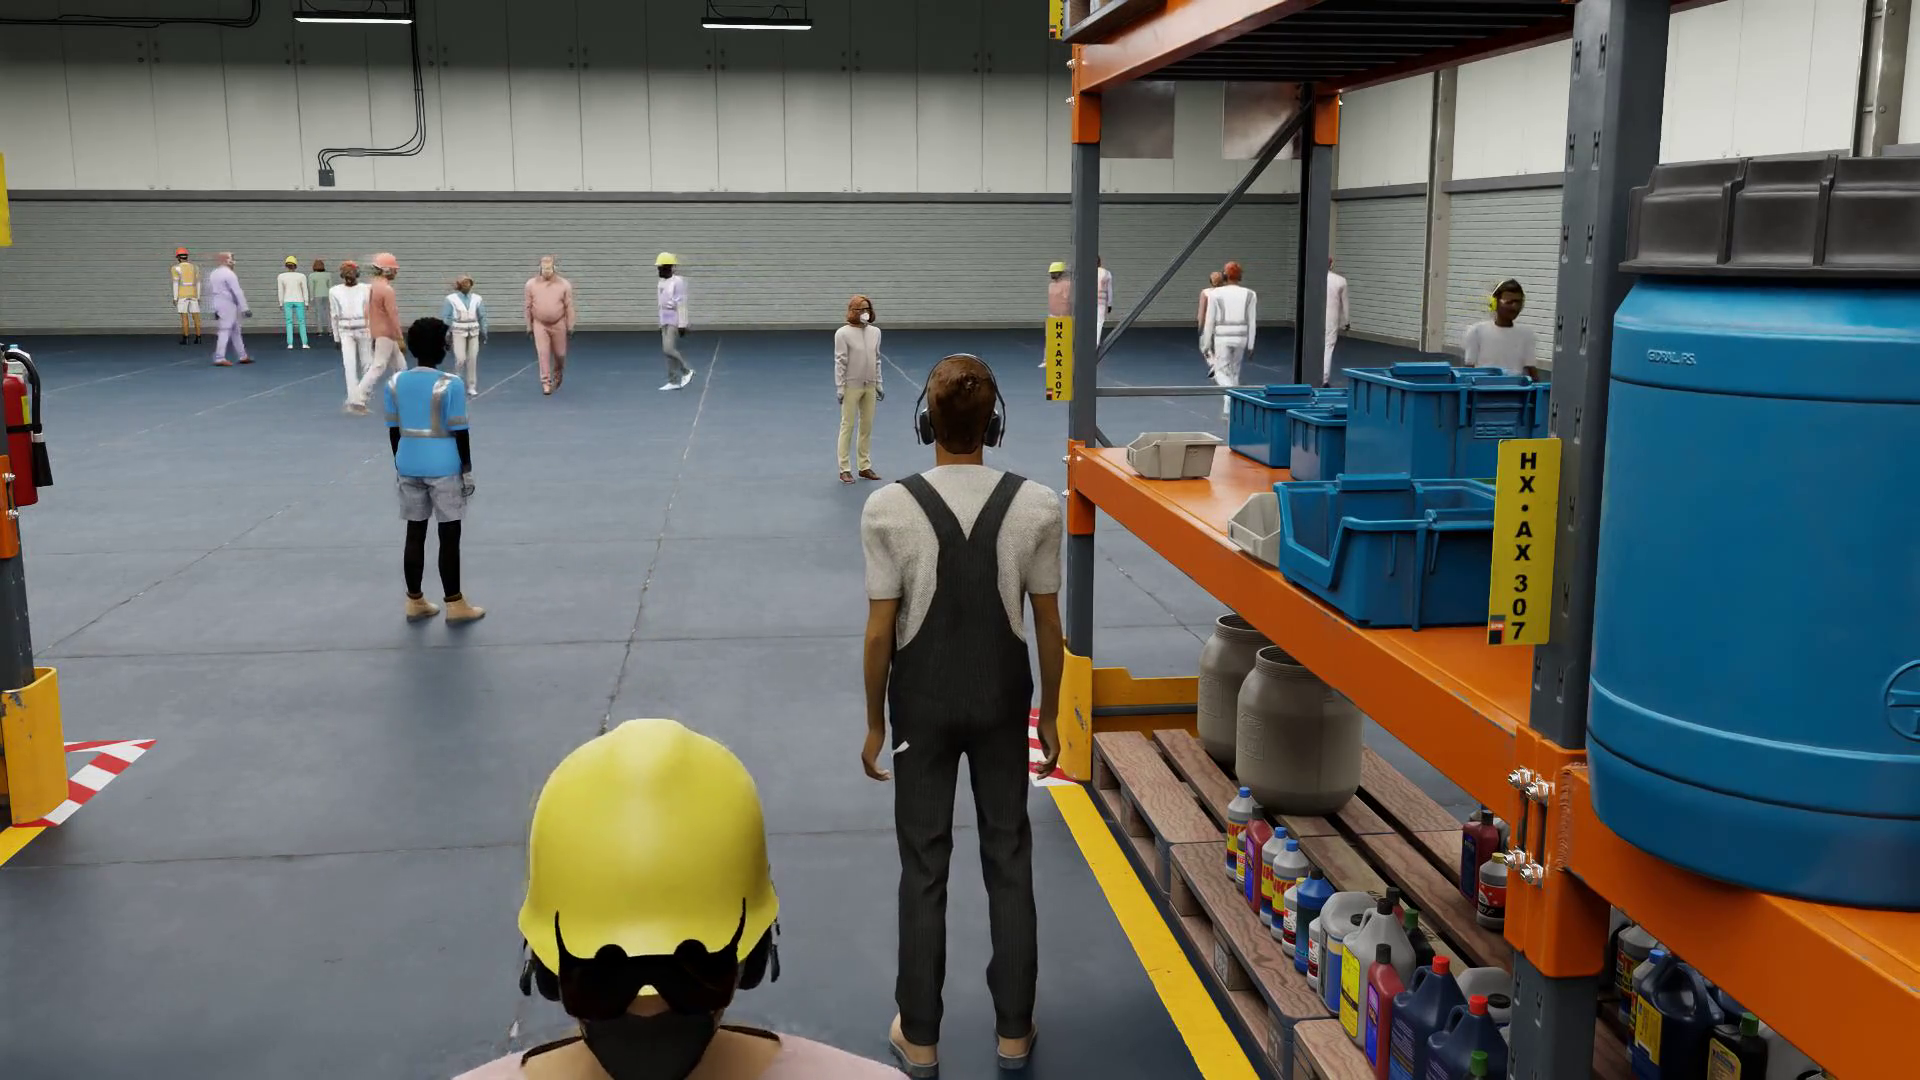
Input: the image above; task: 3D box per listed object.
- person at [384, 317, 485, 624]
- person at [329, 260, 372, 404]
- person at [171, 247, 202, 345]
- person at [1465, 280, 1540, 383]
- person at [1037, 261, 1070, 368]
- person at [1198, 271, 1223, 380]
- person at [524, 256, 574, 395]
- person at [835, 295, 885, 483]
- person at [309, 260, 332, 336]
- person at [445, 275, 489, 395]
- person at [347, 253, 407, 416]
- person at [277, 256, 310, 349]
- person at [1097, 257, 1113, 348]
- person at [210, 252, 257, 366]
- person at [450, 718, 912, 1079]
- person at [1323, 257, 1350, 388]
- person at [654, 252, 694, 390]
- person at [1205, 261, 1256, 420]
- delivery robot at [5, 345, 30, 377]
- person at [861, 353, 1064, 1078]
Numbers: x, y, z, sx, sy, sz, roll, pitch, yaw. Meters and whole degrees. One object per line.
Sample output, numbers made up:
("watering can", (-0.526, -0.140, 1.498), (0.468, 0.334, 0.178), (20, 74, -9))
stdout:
("person", (-2.914, -0.380, 9.199), (0.540, 1.695, 0.317), (4, 11, 22))
("person", (-7.569, -2.582, 20.864), (0.586, 1.856, 0.879), (-3, 11, -15))
("person", (-15.354, -4.837, 32.997), (0.372, 1.928, 0.543), (9, 14, 40))
("person", (3.755, -0.862, 11.470), (0.568, 1.829, 0.890), (0, 10, -2))
("person", (1.651, -3.692, 27.254), (0.803, 1.736, 0.523), (-9, 14, -41))
("person", (3.781, -3.167, 24.671), (0.532, 1.622, 0.402), (-3, 11, -14))
("person", (-5.626, -2.950, 22.797), (0.654, 1.882, 0.785), (-3, 11, -15))
("person", (-0.874, -1.317, 14.510), (0.507, 1.632, 0.267), (-9, 14, -42))
("person", (-13.811, -5.230, 35.960), (0.500, 1.633, 0.281), (-9, 14, -41))
("person", (-6.649, -2.752, 22.392), (0.539, 1.622, 0.377), (-7, 13, -34))
("person", (-6.908, -2.455, 19.939), (1.042, 1.944, 0.628), (-6, 12, -31))
("person", (-12.666, -4.504, 31.618), (0.528, 1.767, 0.329), (-3, 11, -16))
("person", (2.494, -4.363, 30.774), (0.657, 1.786, 0.982), (1, 10, 7))
("person", (-12.055, -3.833, 27.657), (0.887, 1.866, 0.637), (-10, 14, -44))
("person", (-0.271, 0.986, 1.541), (0.540, 1.750, 0.520), (-2, 11, -12))
("person", (5.216, -3.106, 23.718), (0.665, 1.857, 0.993), (4, 11, 22))
("person", (-4.024, -3.031, 23.116), (0.442, 1.917, 0.603), (-8, 13, -39))
("person", (3.127, -2.271, 19.125), (0.586, 1.858, 0.743), (-1, 10, -6))
("delivery robot", (-13.780, -2.602, 24.253), (0.477, 0.478, 0.707), (-5, 11, -24))
("person", (0.005, 0.453, 4.224), (0.514, 1.844, 0.333), (-1, 10, -8))
